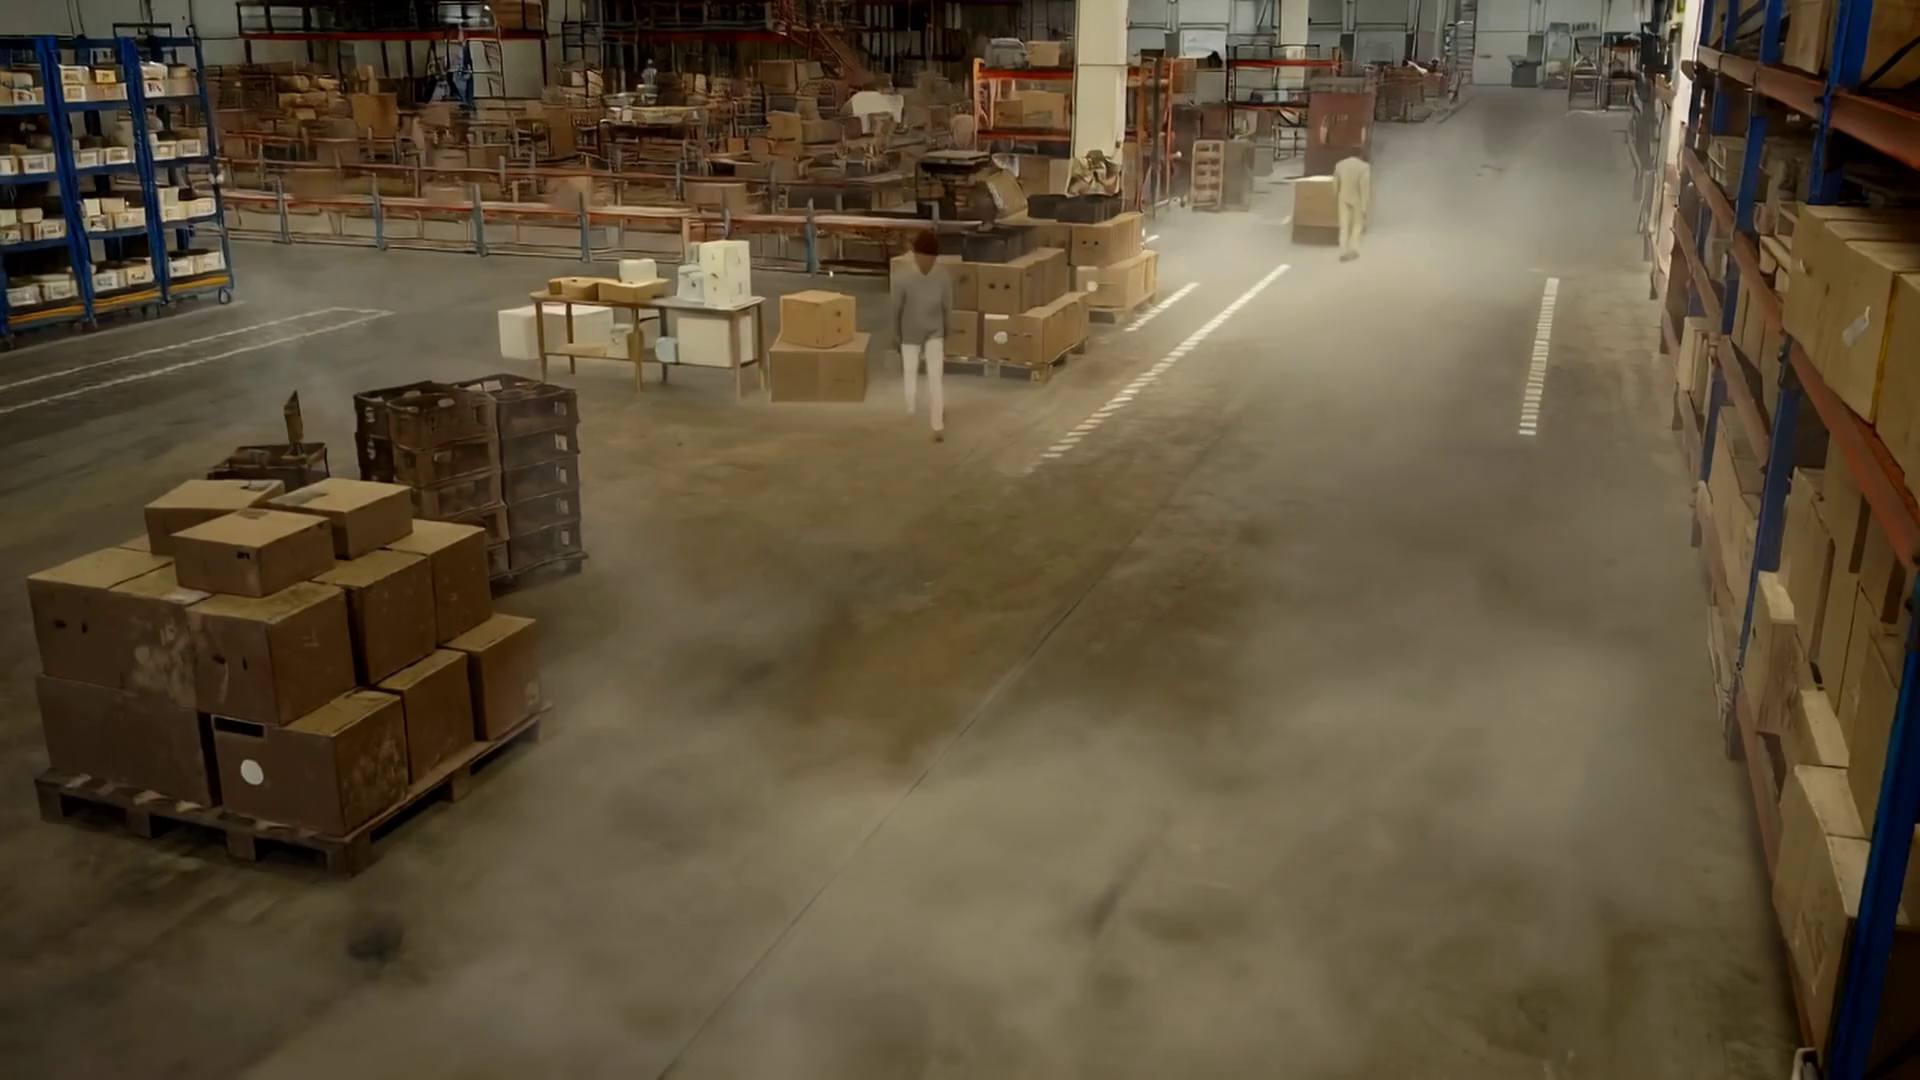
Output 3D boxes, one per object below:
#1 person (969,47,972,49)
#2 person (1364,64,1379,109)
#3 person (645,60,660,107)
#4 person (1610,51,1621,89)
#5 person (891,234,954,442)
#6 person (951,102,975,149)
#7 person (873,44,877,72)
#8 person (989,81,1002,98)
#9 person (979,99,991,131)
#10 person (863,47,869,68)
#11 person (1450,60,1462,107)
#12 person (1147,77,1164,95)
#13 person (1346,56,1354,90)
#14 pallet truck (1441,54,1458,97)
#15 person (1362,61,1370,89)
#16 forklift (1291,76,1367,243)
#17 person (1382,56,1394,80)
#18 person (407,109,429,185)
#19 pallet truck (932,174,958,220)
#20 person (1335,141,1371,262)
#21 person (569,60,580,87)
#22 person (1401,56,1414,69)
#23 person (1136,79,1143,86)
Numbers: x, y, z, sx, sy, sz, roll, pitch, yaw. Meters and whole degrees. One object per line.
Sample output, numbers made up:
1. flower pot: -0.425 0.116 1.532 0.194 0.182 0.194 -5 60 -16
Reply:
1. person: 0.551 -27.527 96.177 0.359 1.936 0.552 13 22 35
2. person: 17.030 -18.559 68.187 0.961 1.817 0.551 -5 18 -15
3. person: -12.407 -18.317 67.082 0.605 2.034 0.397 -10 20 -30
4. person: 33.517 -24.008 85.130 0.542 1.933 0.372 3 18 9
5. person: -0.358 -1.932 15.771 0.603 1.938 1.091 -2 18 -5
6. person: 0.059 -9.730 40.491 0.593 1.804 0.883 6 19 19
7. person: -5.295 -29.310 101.740 0.737 1.958 0.631 7 19 22
8. person: 1.434 -17.986 66.134 0.452 1.973 0.650 -9 20 -27
9. person: 0.616 -10.825 44.117 0.543 1.686 0.519 7 19 20
10. person: -5.719 -28.747 100.171 0.429 1.839 0.633 7 19 21
11. person: 20.965 -19.277 70.255 0.355 1.936 0.634 -1 18 -5
12. person: 7.163 -16.435 61.158 0.685 2.000 0.885 -14 22 -37
13. person: 20.016 -23.982 85.426 0.540 1.698 0.317 -14 23 -38
14. pallet truck: 22.765 -21.886 78.355 0.823 1.965 1.885 -4 18 -14
15. person: 18.578 -21.120 76.415 0.492 1.718 0.801 -11 21 -32
16. forklift: 6.598 -6.755 29.381 1.129 2.768 1.873 6 19 19
17. person: 19.664 -21.245 76.449 0.370 1.934 0.627 -15 23 -39
18. person: -12.627 -9.142 38.728 0.395 1.740 0.544 -8 19 -24
19. pallet truck: -0.507 -5.292 27.348 0.653 1.274 1.630 6 19 19
20. person: 6.348 -5.466 26.892 0.632 1.913 0.631 11 21 31
21. person: -16.799 -19.997 72.601 0.354 1.887 0.572 12 21 33
22. person: 21.347 -22.199 79.594 0.624 1.844 0.430 -3 18 -9
23. person: 7.681 -18.993 69.764 0.531 1.684 0.975 7 19 21
